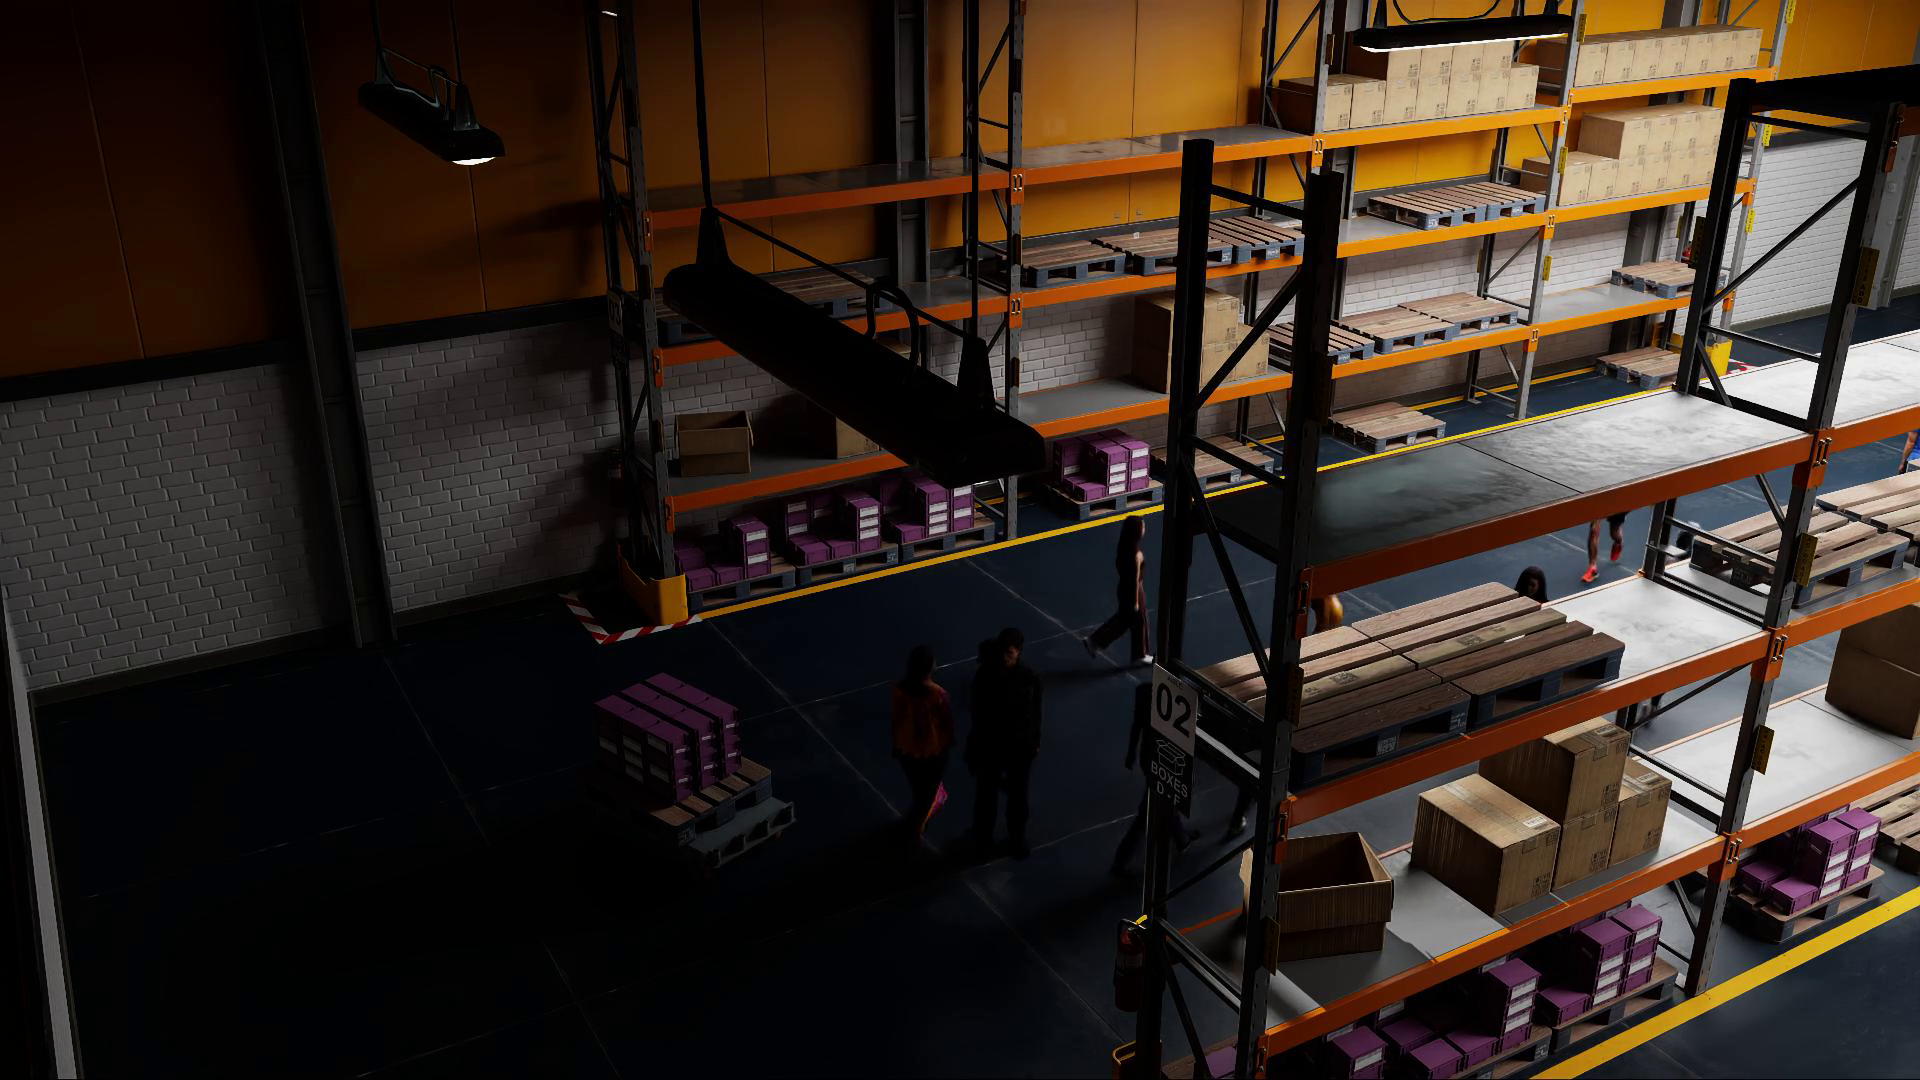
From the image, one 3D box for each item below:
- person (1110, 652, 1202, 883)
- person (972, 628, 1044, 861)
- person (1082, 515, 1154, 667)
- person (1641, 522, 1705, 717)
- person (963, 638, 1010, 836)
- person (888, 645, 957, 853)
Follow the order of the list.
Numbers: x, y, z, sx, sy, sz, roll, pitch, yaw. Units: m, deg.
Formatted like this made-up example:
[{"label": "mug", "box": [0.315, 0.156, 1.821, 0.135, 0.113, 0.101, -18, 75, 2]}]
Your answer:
[{"label": "person", "box": [1.422, 1.711, 12.388, 1.168, 1.793, 0.678, -13, 27, -27]}, {"label": "person", "box": [0.350, 1.515, 12.649, 0.678, 1.944, 0.835, -3, 24, -6]}, {"label": "person", "box": [1.514, 0.498, 15.475, 1.008, 1.543, 0.742, -4, 24, -9]}, {"label": "person", "box": [6.256, 0.743, 14.697, 1.031, 1.716, 1.272, 11, 26, 24]}, {"label": "person", "box": [0.318, 1.540, 12.881, 0.888, 1.710, 0.833, -3, 24, -8]}, {"label": "person", "box": [-0.311, 1.612, 12.796, 0.995, 1.648, 1.239, 13, 27, 28]}]
